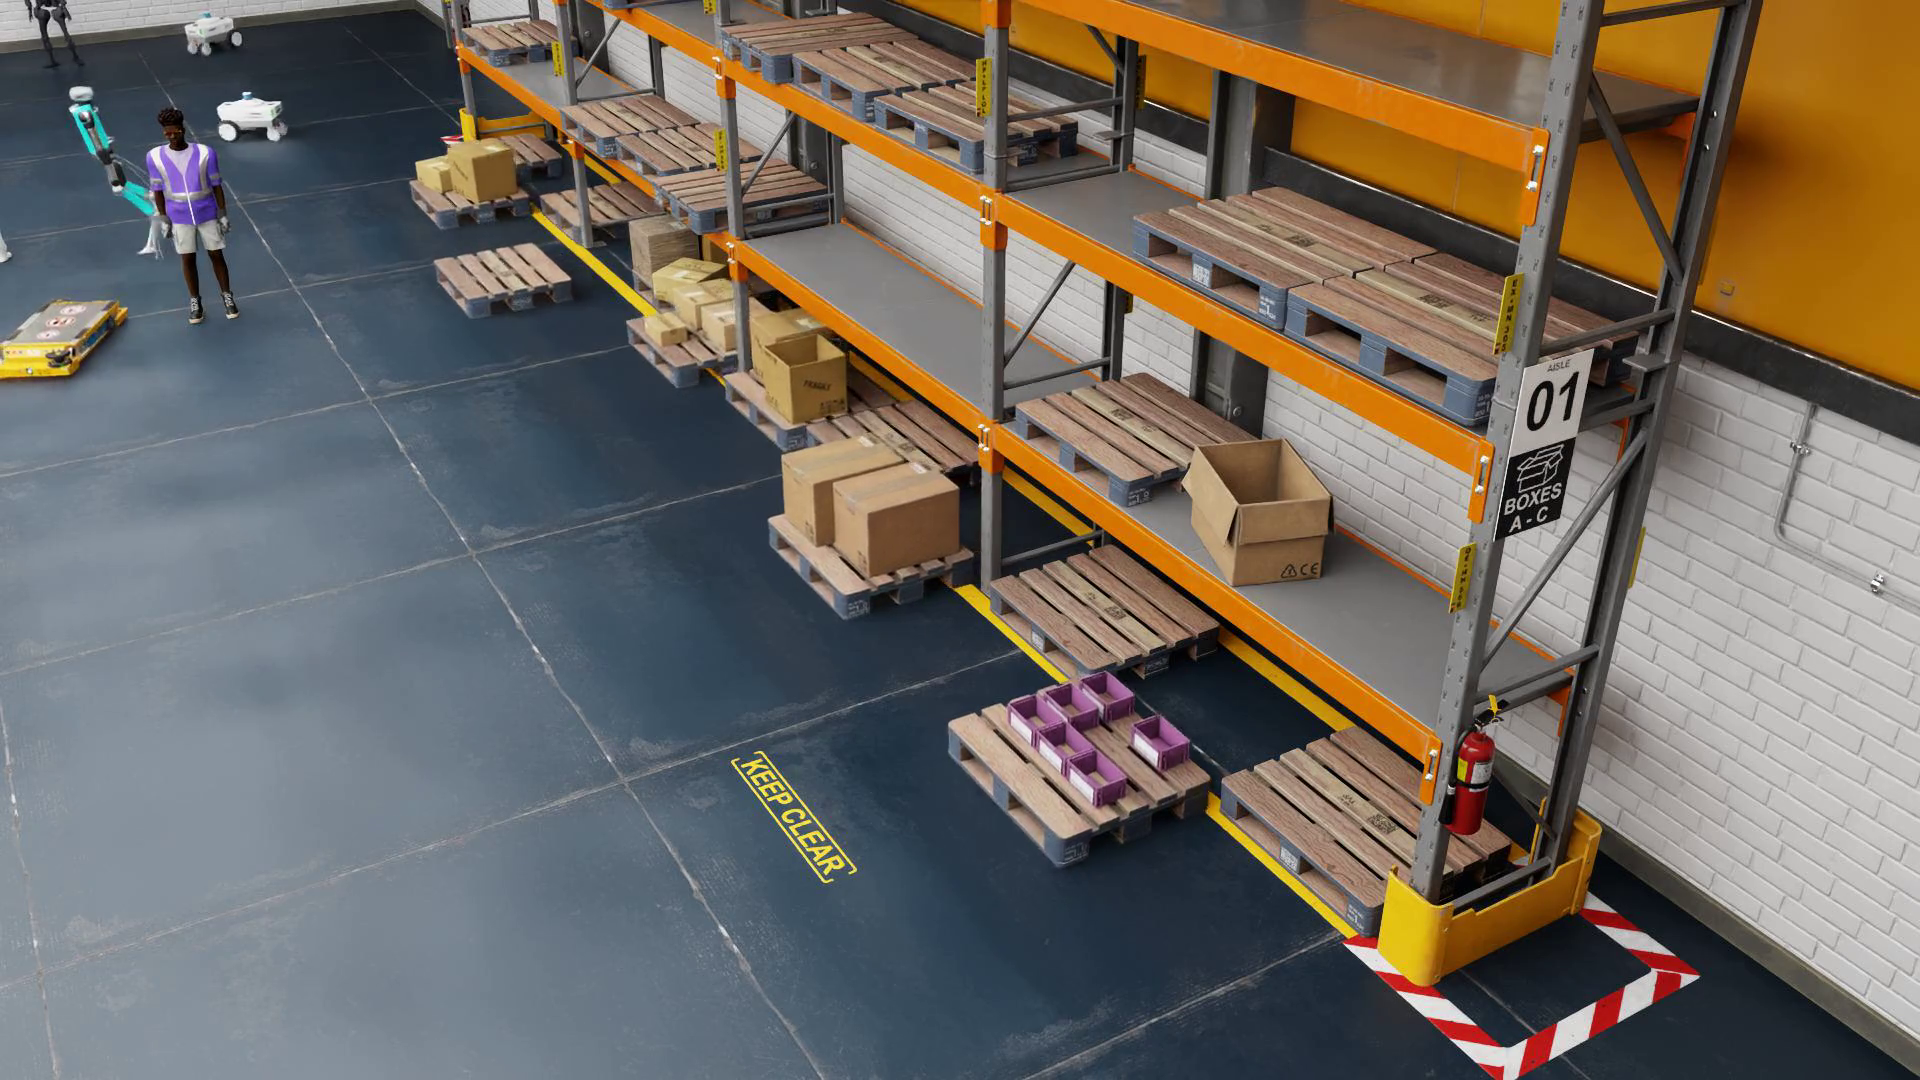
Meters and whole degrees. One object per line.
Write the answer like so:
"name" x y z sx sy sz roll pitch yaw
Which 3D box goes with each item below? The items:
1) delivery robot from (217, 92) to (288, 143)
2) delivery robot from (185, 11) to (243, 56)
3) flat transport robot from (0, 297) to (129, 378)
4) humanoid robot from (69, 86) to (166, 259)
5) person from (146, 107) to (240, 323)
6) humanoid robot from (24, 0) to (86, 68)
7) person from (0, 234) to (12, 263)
"delivery robot" -8.795 -5.223 20.580 0.792 0.611 0.499 -1 30 -1
"delivery robot" -11.068 -7.513 24.581 0.499 0.571 0.756 12 32 20
"flat transport robot" -8.020 -1.816 14.837 0.659 0.231 1.431 -2 30 -4
"humanoid robot" -8.292 -3.637 16.623 0.775 1.835 0.539 -15 33 -25
"person" -6.970 -2.952 15.124 0.601 1.965 0.368 -12 32 -19
"humanoid robot" -12.875 -7.532 23.496 0.592 1.645 0.381 -3 30 -5
"person" -9.835 -3.548 16.437 0.465 1.705 0.368 -8 31 -14
